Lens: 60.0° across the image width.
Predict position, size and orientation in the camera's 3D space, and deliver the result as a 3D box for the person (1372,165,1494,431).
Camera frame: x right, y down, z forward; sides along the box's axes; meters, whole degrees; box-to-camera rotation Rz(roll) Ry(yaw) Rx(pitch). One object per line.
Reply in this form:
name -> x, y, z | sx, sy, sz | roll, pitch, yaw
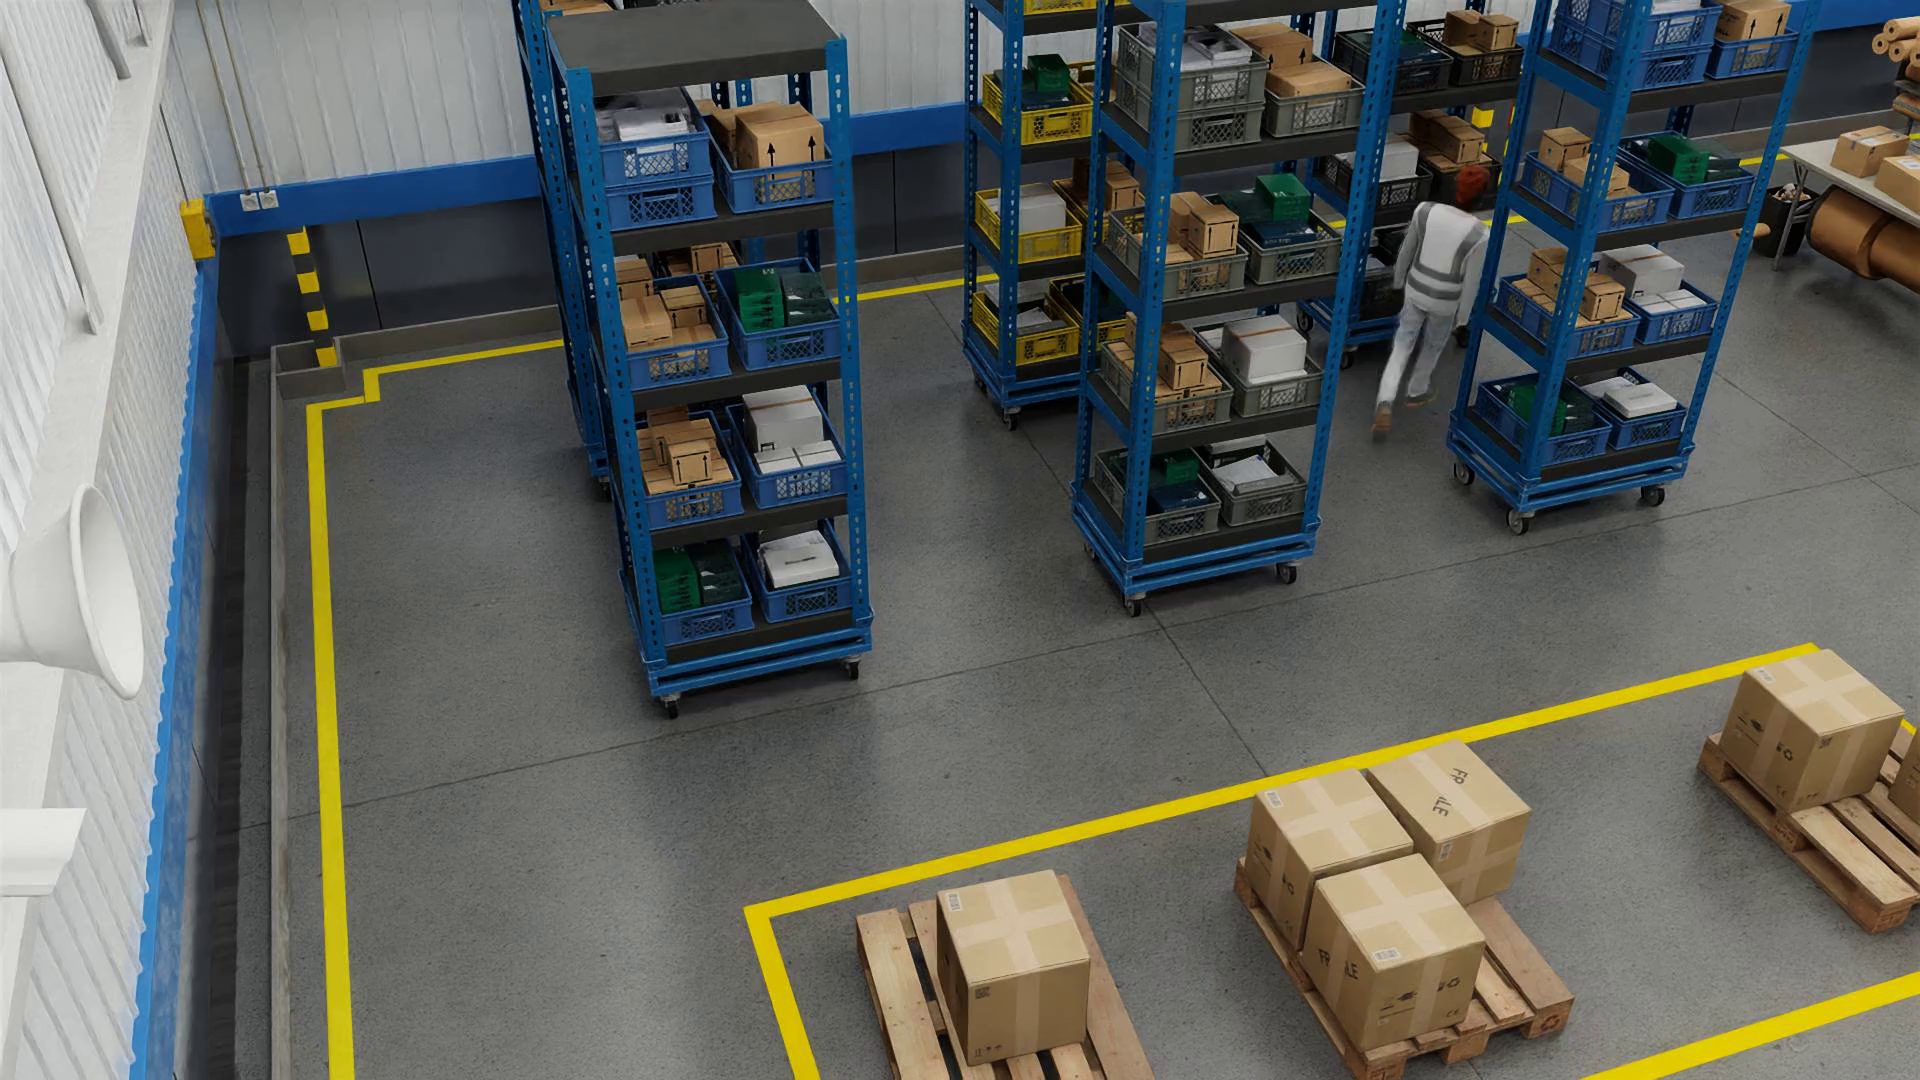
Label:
person -> 3.074, -1.565, 10.910 | 0.636, 1.849, 0.846 | 25, 42, 31
